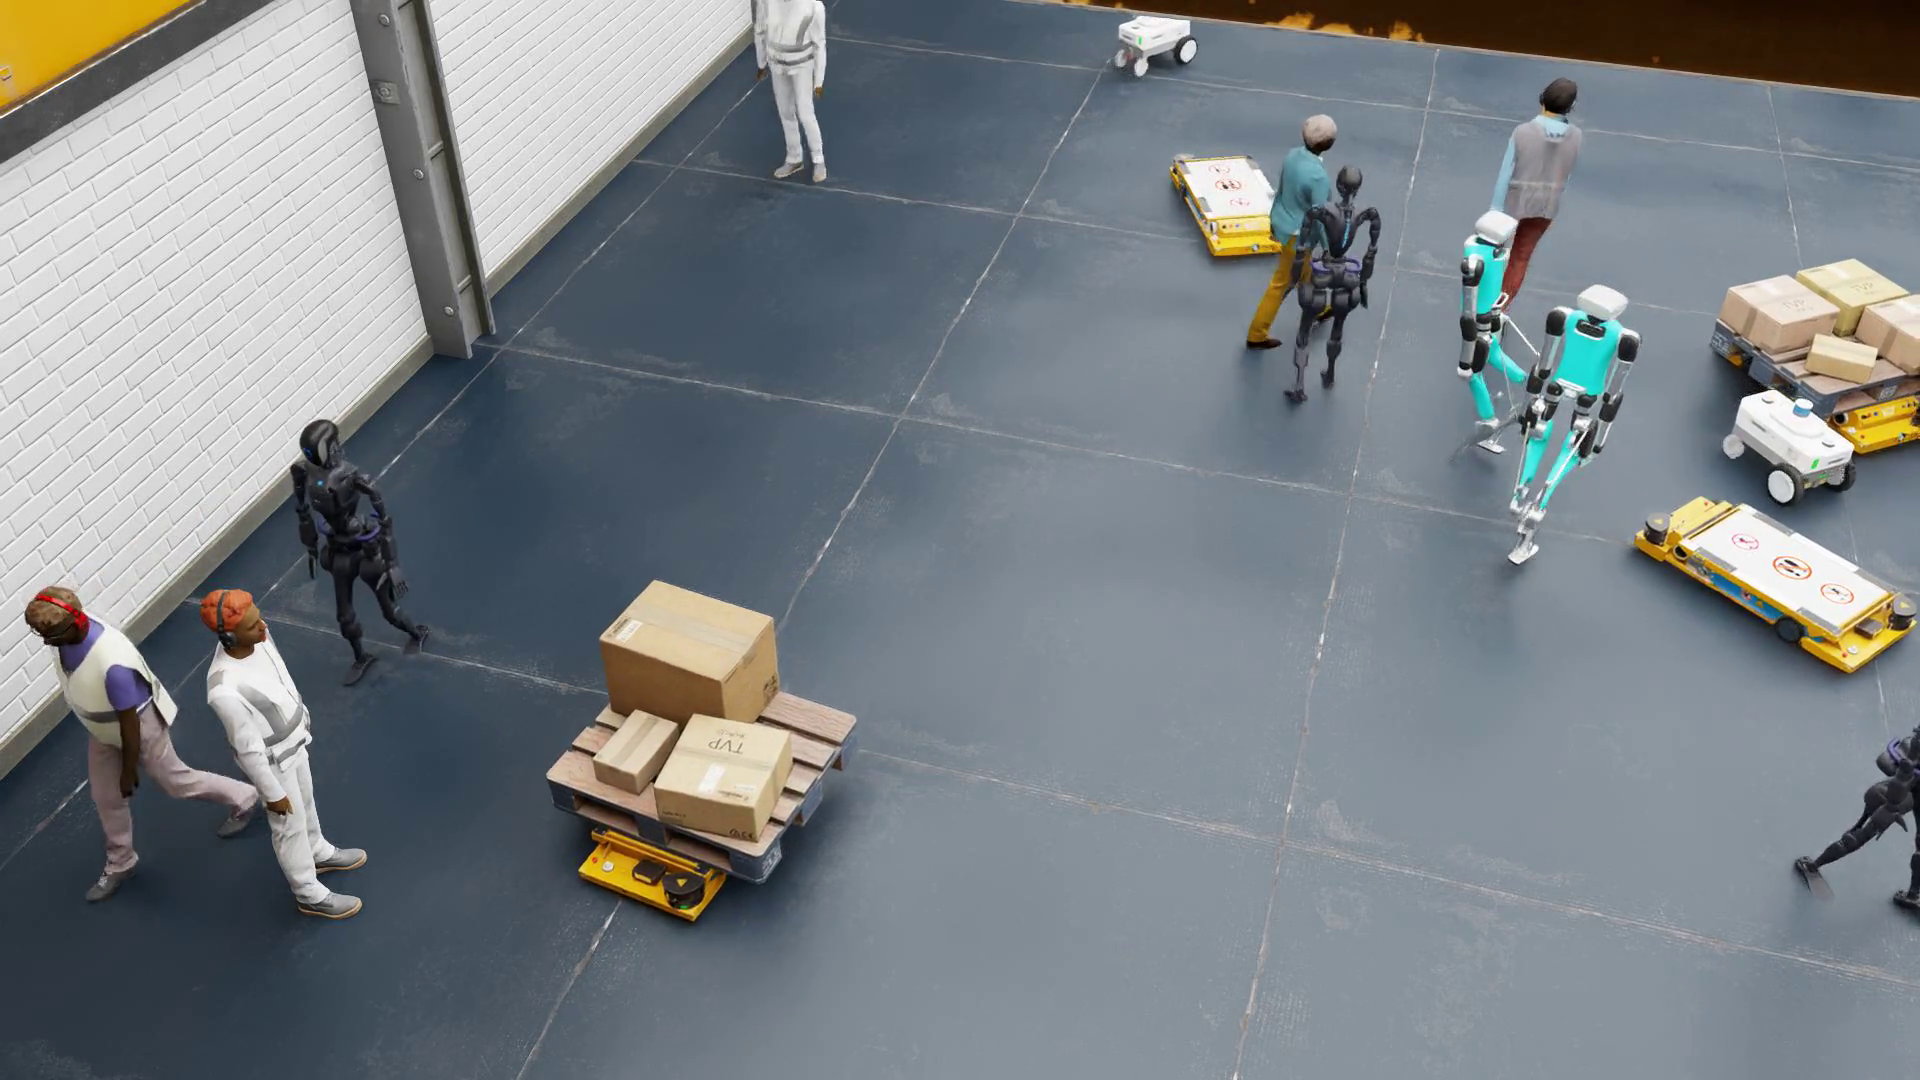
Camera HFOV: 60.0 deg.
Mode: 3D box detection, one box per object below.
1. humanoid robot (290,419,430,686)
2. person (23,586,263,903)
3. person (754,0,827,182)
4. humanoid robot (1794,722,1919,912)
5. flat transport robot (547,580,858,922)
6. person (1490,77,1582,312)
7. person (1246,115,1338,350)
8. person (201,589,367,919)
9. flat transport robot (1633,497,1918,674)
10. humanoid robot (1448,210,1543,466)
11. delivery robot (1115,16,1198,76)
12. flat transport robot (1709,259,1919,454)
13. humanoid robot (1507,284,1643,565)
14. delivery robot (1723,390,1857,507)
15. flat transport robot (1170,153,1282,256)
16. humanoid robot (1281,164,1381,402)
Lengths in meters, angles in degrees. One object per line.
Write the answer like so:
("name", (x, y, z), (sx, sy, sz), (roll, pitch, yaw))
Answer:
("humanoid robot", (-3.189, 0.058, 8.834), (0.599, 1.664, 0.540), (10, 40, 12))
("person", (-3.838, 0.858, 7.715), (0.554, 1.801, 0.848), (21, 43, 24))
("person", (-1.357, -3.816, 13.498), (0.617, 1.854, 0.367), (16, 41, 19))
("humanoid robot", (4.373, 1.106, 7.522), (0.591, 1.645, 0.631), (-21, 44, -24))
("flat transport robot", (-1.255, 1.264, 8.433), (0.659, 0.231, 1.431), (16, 42, 19))
("person", (3.948, -2.328, 11.622), (0.545, 1.844, 0.452), (1, 39, 2))
("person", (2.433, -2.125, 11.494), (0.903, 1.704, 0.537), (-10, 40, -12))
("person", (-3.074, 0.962, 7.522), (0.356, 1.882, 0.573), (-6, 39, -7))
("flat transport robot", (4.766, 0.207, 9.747), (0.659, 0.231, 1.431), (-24, 45, -27))
("humanoid robot", (3.371, -1.122, 10.263), (0.771, 1.826, 0.561), (21, 43, 24))
("delivery robot", (1.848, -4.741, 15.688), (0.808, 0.614, 0.499), (-27, 46, -29))
("flat transport robot", (5.904, -1.106, 11.380), (0.659, 0.231, 1.431), (-14, 41, -16))
("humanoid robot", (3.377, -0.551, 9.522), (0.536, 1.759, 0.858), (27, 46, 29))
("delivery robot", (5.270, -0.599, 10.535), (0.499, 0.613, 0.811), (-14, 41, -17))
("flat transport robot", (2.180, -2.721, 13.389), (0.659, 0.231, 1.431), (-5, 39, -7))
("humanoid robot", (2.448, -1.674, 10.980), (0.588, 1.645, 0.449), (-3, 39, -4))
